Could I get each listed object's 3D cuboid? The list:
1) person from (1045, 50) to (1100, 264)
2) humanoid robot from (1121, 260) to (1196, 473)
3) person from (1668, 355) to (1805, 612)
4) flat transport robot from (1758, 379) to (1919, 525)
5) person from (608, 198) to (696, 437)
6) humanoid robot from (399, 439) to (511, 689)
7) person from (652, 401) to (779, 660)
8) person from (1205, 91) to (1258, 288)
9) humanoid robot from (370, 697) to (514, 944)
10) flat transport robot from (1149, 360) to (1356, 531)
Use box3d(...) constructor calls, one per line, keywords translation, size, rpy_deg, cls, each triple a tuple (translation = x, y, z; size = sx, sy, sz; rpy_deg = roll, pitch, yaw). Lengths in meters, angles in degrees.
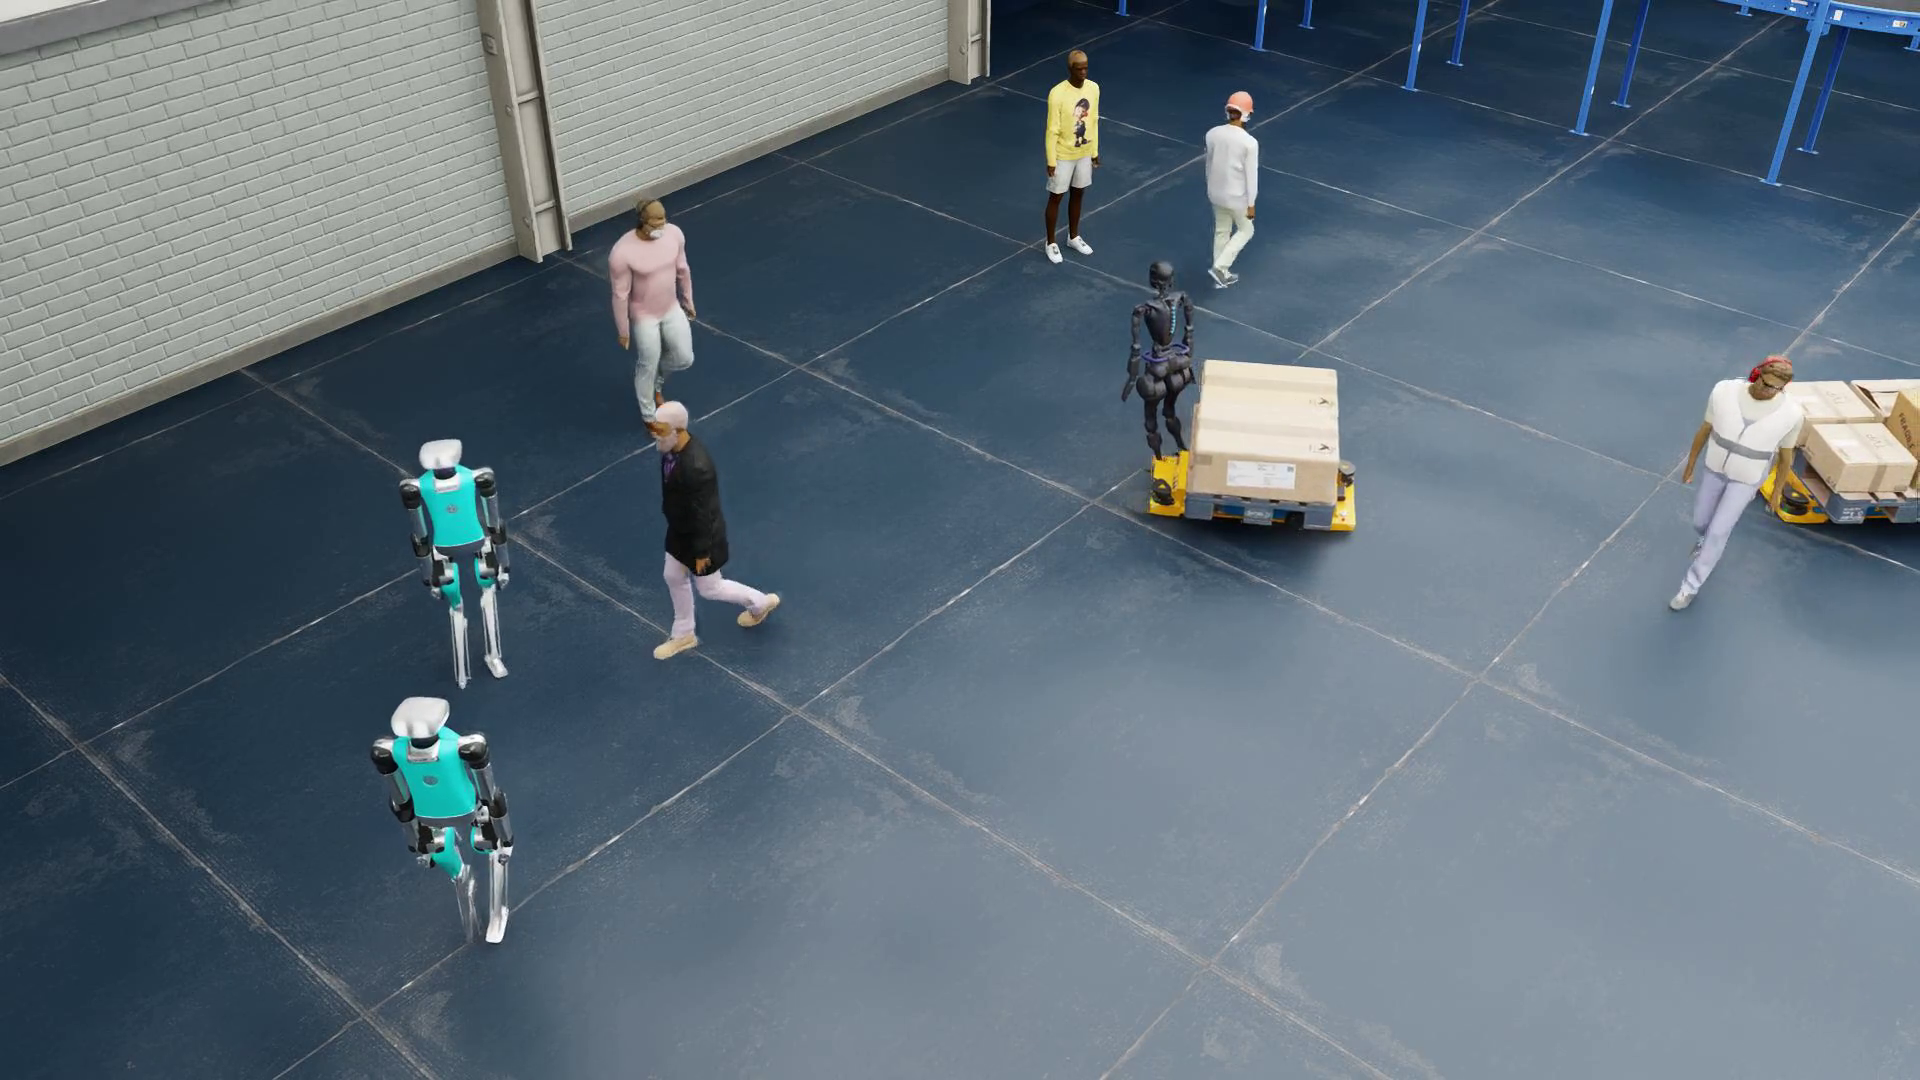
box3d(translation=(0.997, -3.421, 14.787), size=(0.545, 1.899, 0.382), rpy_deg=(-18, 39, -24), cls="person")
box3d(translation=(1.447, -1.206, 11.879), size=(0.616, 1.642, 0.403), rpy_deg=(-21, 40, -26), cls="humanoid robot")
box3d(translation=(4.949, -0.413, 10.644), size=(0.595, 1.796, 0.725), rpy_deg=(29, 45, 34), cls="person")
box3d(translation=(6.489, -0.386, 11.929), size=(1.431, 0.231, 0.659), rpy_deg=(-1, 35, -2), cls="flat transport robot")
box3d(translation=(-2.273, -1.666, 12.315), size=(0.508, 1.911, 0.708), rpy_deg=(29, 44, 34), cls="person")
box3d(translation=(-2.973, 0.095, 9.996), size=(0.531, 1.806, 0.669), rpy_deg=(-10, 37, -13), cls="humanoid robot")
box3d(translation=(-1.541, -0.073, 10.151), size=(0.772, 1.825, 0.543), rpy_deg=(-18, 39, -23), cls="person")
box3d(translation=(2.333, -2.978, 14.314), size=(0.470, 1.712, 0.618), rpy_deg=(-25, 42, -31), cls="person")
box3d(translation=(-2.440, 1.390, 8.254), size=(0.548, 1.888, 0.732), rpy_deg=(-1, 35, -2), cls="humanoid robot")
box3d(translation=(2.100, -0.375, 11.914), size=(1.431, 0.231, 0.659), rpy_deg=(5, 36, 8), cls="flat transport robot")
